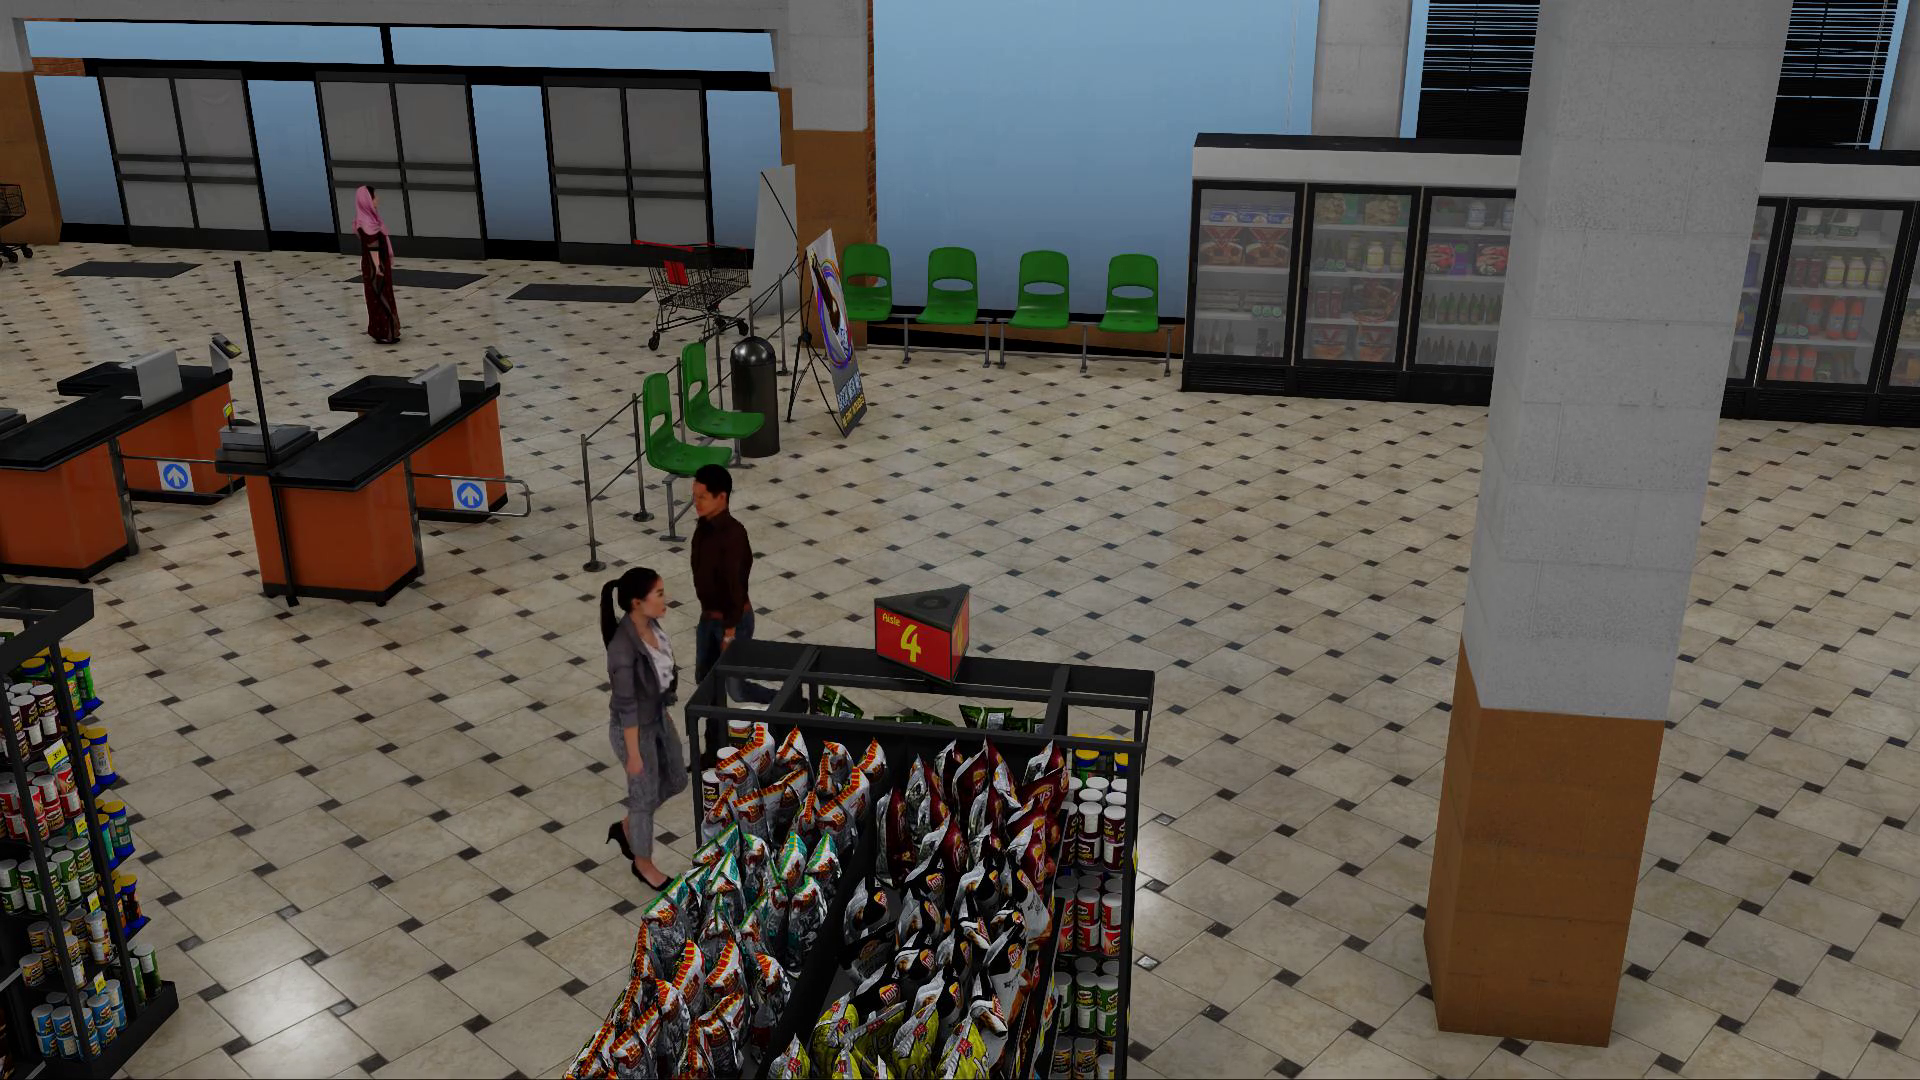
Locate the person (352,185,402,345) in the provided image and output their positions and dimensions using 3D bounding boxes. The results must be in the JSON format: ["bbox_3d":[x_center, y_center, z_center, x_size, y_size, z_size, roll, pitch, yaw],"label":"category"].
[{"bbox_3d":[-6.069,-2.861,17.276,0.815,1.629,0.700,-7,23,-16],"label":"person"}]

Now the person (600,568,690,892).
[{"bbox_3d":[-1.575,0.904,7.864,0.682,1.661,0.575,4,22,10],"label":"person"}]

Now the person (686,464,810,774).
[{"bbox_3d":[-1.175,0.428,8.915,1.086,1.759,1.002,-15,26,-33],"label":"person"}]
